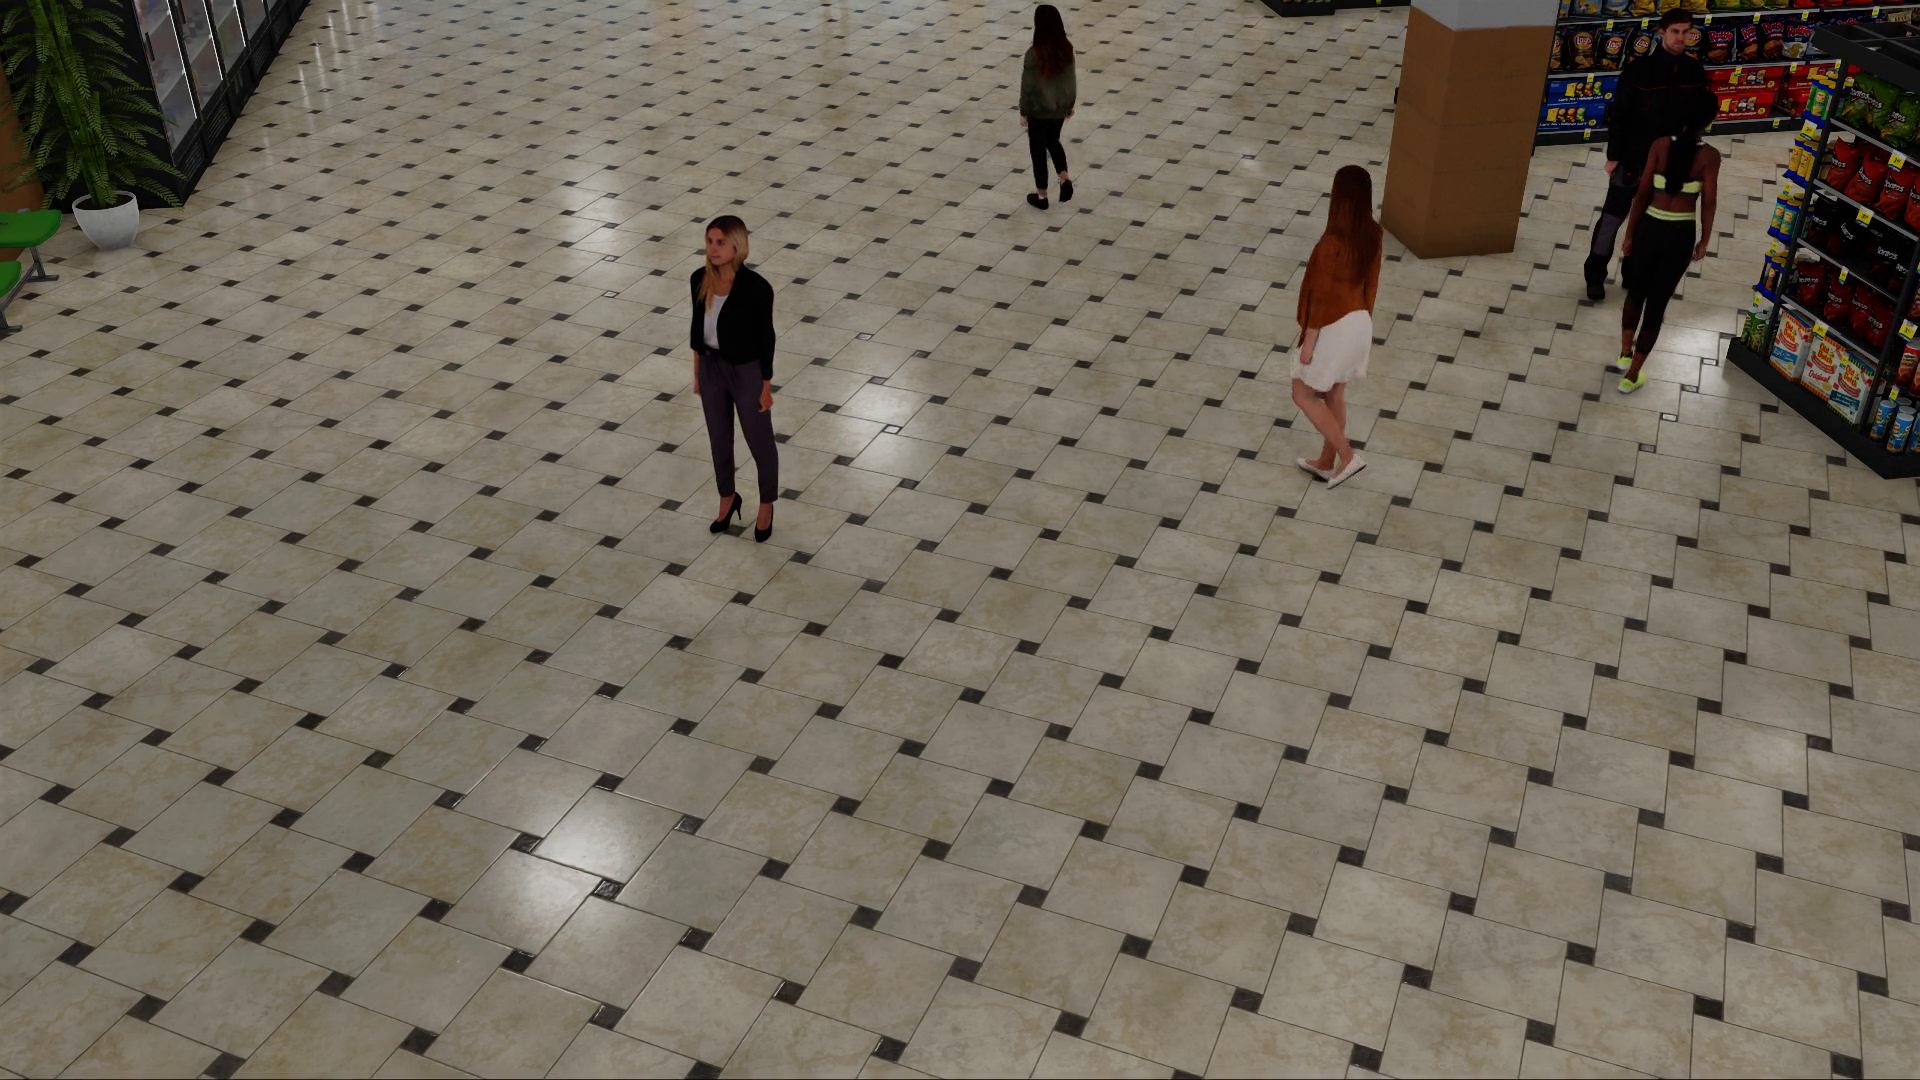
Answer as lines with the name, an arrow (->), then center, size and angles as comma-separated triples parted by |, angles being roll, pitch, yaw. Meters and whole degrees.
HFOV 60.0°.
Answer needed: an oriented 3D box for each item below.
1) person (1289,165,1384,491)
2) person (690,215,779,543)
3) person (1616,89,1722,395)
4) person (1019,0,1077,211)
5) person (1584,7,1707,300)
person -> 1.948, -1.010, 8.345 | 0.824, 1.711, 0.859 | -22, 38, -31
person -> -1.073, -0.763, 7.986 | 0.643, 1.671, 0.742 | 13, 34, 20
person -> 3.909, -1.625, 9.306 | 0.724, 1.740, 0.783 | 21, 37, 29
person -> 0.666, -3.051, 11.853 | 0.718, 1.470, 0.777 | -17, 36, -25
person -> 4.327, -2.418, 10.488 | 0.531, 1.838, 0.793 | -2, 32, -4
